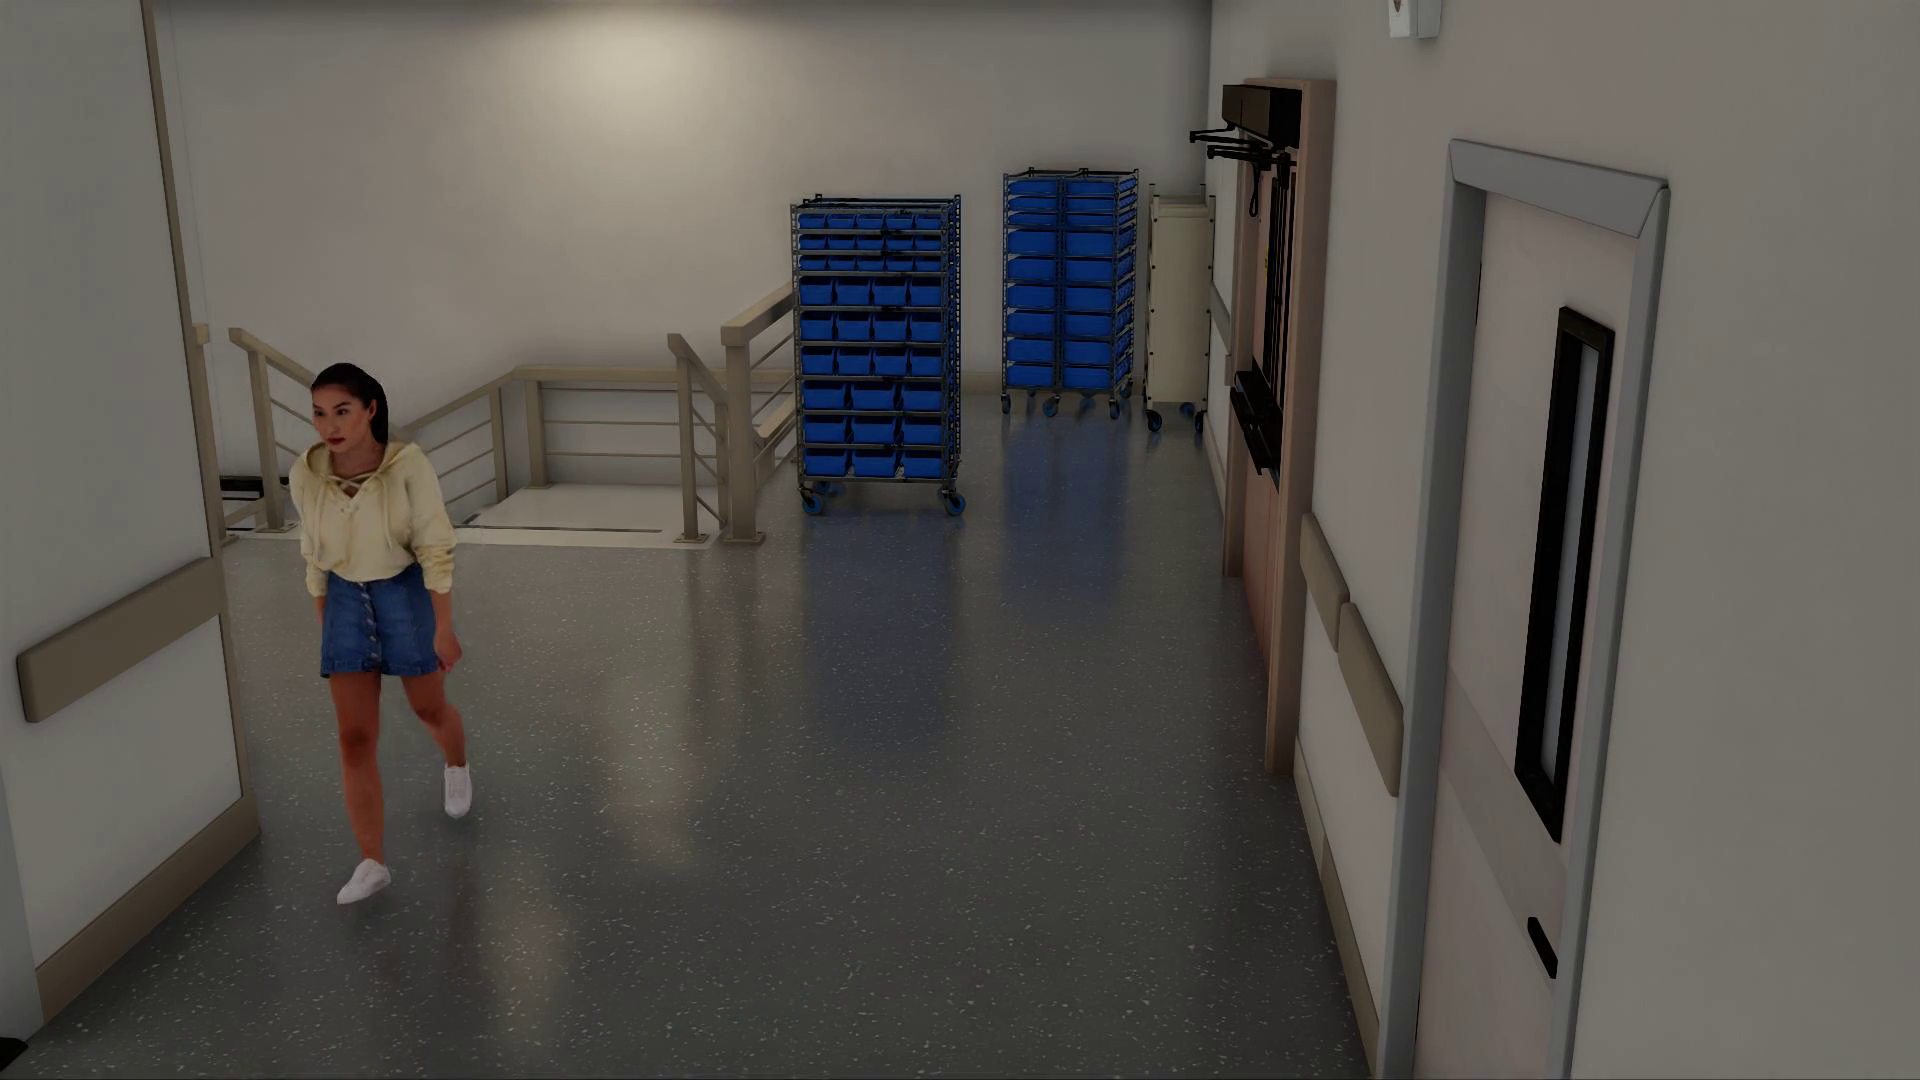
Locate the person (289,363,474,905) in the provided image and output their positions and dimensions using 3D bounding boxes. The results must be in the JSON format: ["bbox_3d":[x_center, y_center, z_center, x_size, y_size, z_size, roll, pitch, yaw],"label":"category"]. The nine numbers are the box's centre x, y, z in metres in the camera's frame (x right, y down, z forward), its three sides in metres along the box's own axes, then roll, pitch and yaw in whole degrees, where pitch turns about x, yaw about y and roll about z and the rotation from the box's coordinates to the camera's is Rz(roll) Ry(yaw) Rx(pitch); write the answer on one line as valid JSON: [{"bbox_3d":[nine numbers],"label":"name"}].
[{"bbox_3d":[-1.760,0.242,5.189,0.709,1.596,1.143,0,16,0],"label":"person"}]
